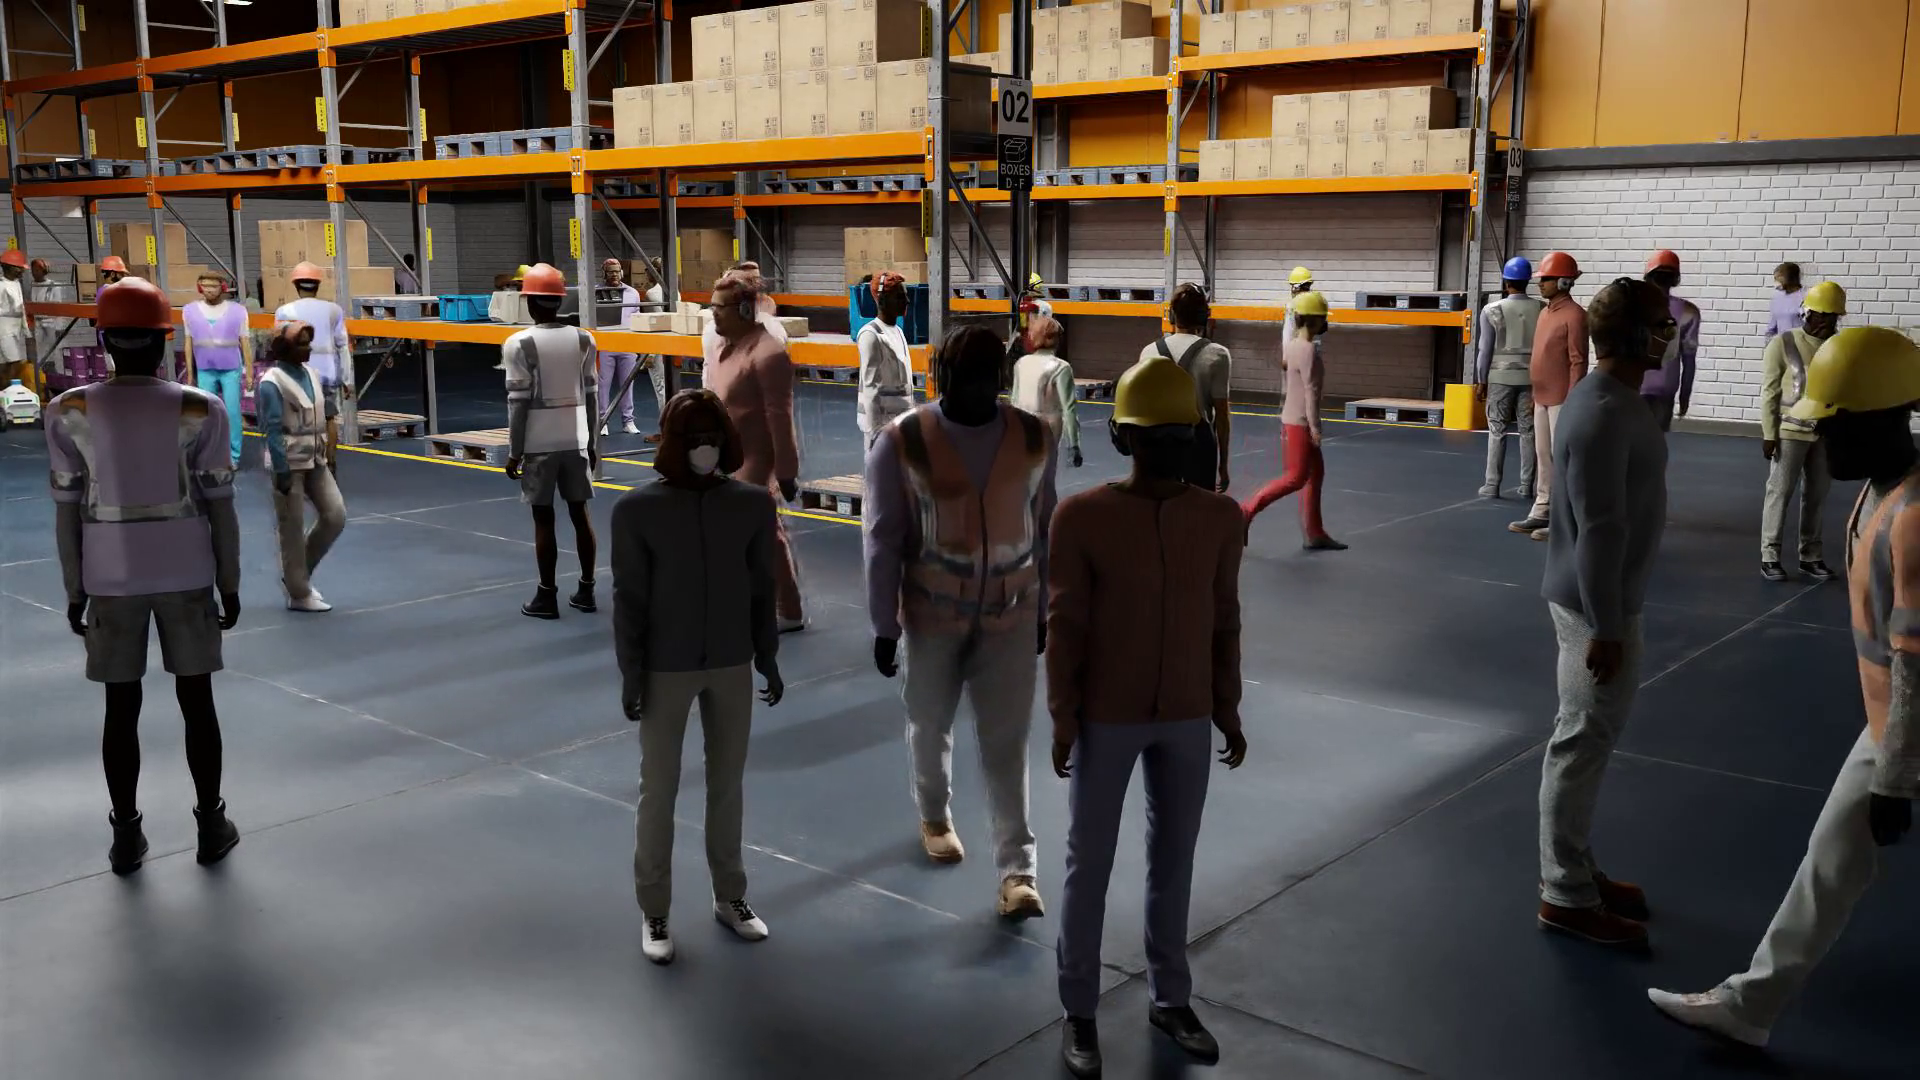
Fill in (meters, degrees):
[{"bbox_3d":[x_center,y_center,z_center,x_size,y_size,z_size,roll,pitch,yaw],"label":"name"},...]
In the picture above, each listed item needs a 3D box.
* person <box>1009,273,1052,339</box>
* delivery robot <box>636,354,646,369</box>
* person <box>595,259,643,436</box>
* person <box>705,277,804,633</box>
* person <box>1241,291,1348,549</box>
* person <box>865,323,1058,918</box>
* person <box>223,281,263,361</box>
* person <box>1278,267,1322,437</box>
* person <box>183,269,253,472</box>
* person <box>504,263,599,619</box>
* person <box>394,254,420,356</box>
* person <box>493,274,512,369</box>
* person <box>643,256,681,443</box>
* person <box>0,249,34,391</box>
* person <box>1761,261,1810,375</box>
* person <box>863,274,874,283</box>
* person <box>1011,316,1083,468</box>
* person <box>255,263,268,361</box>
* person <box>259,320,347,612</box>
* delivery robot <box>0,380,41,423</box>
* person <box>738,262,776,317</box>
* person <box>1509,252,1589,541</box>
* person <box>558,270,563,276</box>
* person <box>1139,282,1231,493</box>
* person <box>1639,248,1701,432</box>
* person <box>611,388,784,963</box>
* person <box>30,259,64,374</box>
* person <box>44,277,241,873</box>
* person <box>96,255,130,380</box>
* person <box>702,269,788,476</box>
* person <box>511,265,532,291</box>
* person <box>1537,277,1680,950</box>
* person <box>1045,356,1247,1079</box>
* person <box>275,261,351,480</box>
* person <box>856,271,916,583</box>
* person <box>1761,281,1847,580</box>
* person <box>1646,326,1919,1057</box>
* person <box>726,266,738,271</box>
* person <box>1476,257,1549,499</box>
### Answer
[{"bbox_3d":[0.805,-2.140,18.814,0.493,1.742,0.322,1,10,8],"label":"person"},{"bbox_3d":[-5.325,-2.965,26.623,0.707,0.478,0.477,8,13,39],"label":"delivery robot"},{"bbox_3d":[-3.731,-2.081,18.011,0.654,1.906,0.408,-6,12,-31],"label":"person"},{"bbox_3d":[-1.178,-0.385,8.458,0.928,1.865,0.659,-6,12,-30],"label":"person"},{"bbox_3d":[2.219,-0.785,11.085,0.735,1.743,0.526,1,10,7],"label":"person"},{"bbox_3d":[0.026,0.230,5.176,0.646,1.791,0.983,-2,10,-12],"label":"person"},{"bbox_3d":[-9.617,-2.697,22.293,0.500,1.633,0.286,-5,11,-26],"label":"person"},{"bbox_3d":[3.658,-2.007,17.841,0.591,1.823,0.405,-9,13,-41],"label":"person"},{"bbox_3d":[-6.689,-1.524,15.048,0.587,1.828,0.463,-2,10,-9],"label":"person"},{"bbox_3d":[-2.244,-0.530,9.122,0.542,1.928,0.375,-8,13,-40],"label":"person"},{"bbox_3d":[-10.335,-4.431,31.361,0.597,1.915,0.373,-3,10,-17],"label":"person"},{"bbox_3d":[-7.517,-3.626,27.705,0.702,1.577,0.518,-1,10,-4],"label":"person"},{"bbox_3d":[-3.105,-1.970,17.288,0.373,1.940,0.628,2,10,12],"label":"person"},{"bbox_3d":[-11.405,-2.480,20.007,0.505,2.016,0.622,-2,10,-12],"label":"person"},{"bbox_3d":[8.141,-1.759,16.200,0.533,1.896,0.649,-2,10,-10],"label":"person"},{"bbox_3d":[-1.188,-2.646,21.870,0.545,1.689,0.363,-9,13,-41],"label":"person"},{"bbox_3d":[0.562,-0.601,10.490,0.767,1.587,0.578,-7,12,-34],"label":"person"},{"bbox_3d":[-12.013,-3.943,28.842,0.675,1.822,0.632,4,11,23],"label":"person"},{"bbox_3d":[-3.644,-0.399,9.212,0.372,1.624,0.541,2,10,12],"label":"person"},{"bbox_3d":[-10.504,-1.546,18.543,0.477,0.478,0.707,-7,12,-36],"label":"delivery robot"},{"bbox_3d":[-1.928,-1.592,15.274,0.636,1.899,0.396,-8,13,-40],"label":"person"},{"bbox_3d":[4.128,-0.994,11.568,0.391,1.995,0.613,-1,10,-5],"label":"person"},{"bbox_3d":[-5.403,-2.776,22.445,0.531,1.748,0.705,-4,11,-24],"label":"person"},{"bbox_3d":[1.179,-0.424,8.752,0.506,1.845,0.344,5,11,28],"label":"person"},{"bbox_3d":[5.153,-1.154,12.406,0.633,2.024,0.702,2,10,11],"label":"person"},{"bbox_3d":[-0.747,0.378,4.786,0.500,1.634,0.286,-5,11,-28],"label":"person"},{"bbox_3d":[-12.930,-3.000,23.376,0.617,1.853,0.818,2,10,14],"label":"person"},{"bbox_3d":[-2.642,0.116,5.446,0.540,1.931,0.382,-4,11,-22],"label":"person"},{"bbox_3d":[-9.583,-2.254,18.906,0.383,1.934,0.573,-8,13,-39],"label":"person"},{"bbox_3d":[-1.382,-0.751,10.492,0.650,1.885,0.537,-8,13,-38],"label":"person"},{"bbox_3d":[-4.811,-2.145,18.587,0.404,1.831,0.600,-7,12,-36],"label":"person"},{"bbox_3d":[1.900,0.205,4.897,0.359,1.939,0.635,4,11,22],"label":"person"},{"bbox_3d":[0.461,0.434,4.088,0.524,1.770,0.315,-3,10,-17],"label":"person"},{"bbox_3d":[-5.345,-1.336,13.748,0.564,1.903,0.557,-7,12,-36],"label":"person"},{"bbox_3d":[-0.435,-0.673,10.062,0.355,1.883,0.573,2,10,14],"label":"person"},{"bbox_3d":[5.179,-0.657,10.142,0.586,1.823,0.403,-1,10,-5],"label":"person"},{"bbox_3d":[2.223,0.429,3.905,1.017,1.841,0.627,3,10,18],"label":"person"},{"bbox_3d":[-2.610,-2.203,18.960,0.968,1.826,0.538,9,14,43],"label":"person"},{"bbox_3d":[4.471,-1.298,13.428,0.605,1.951,0.381,0,10,1],"label":"person"}]
